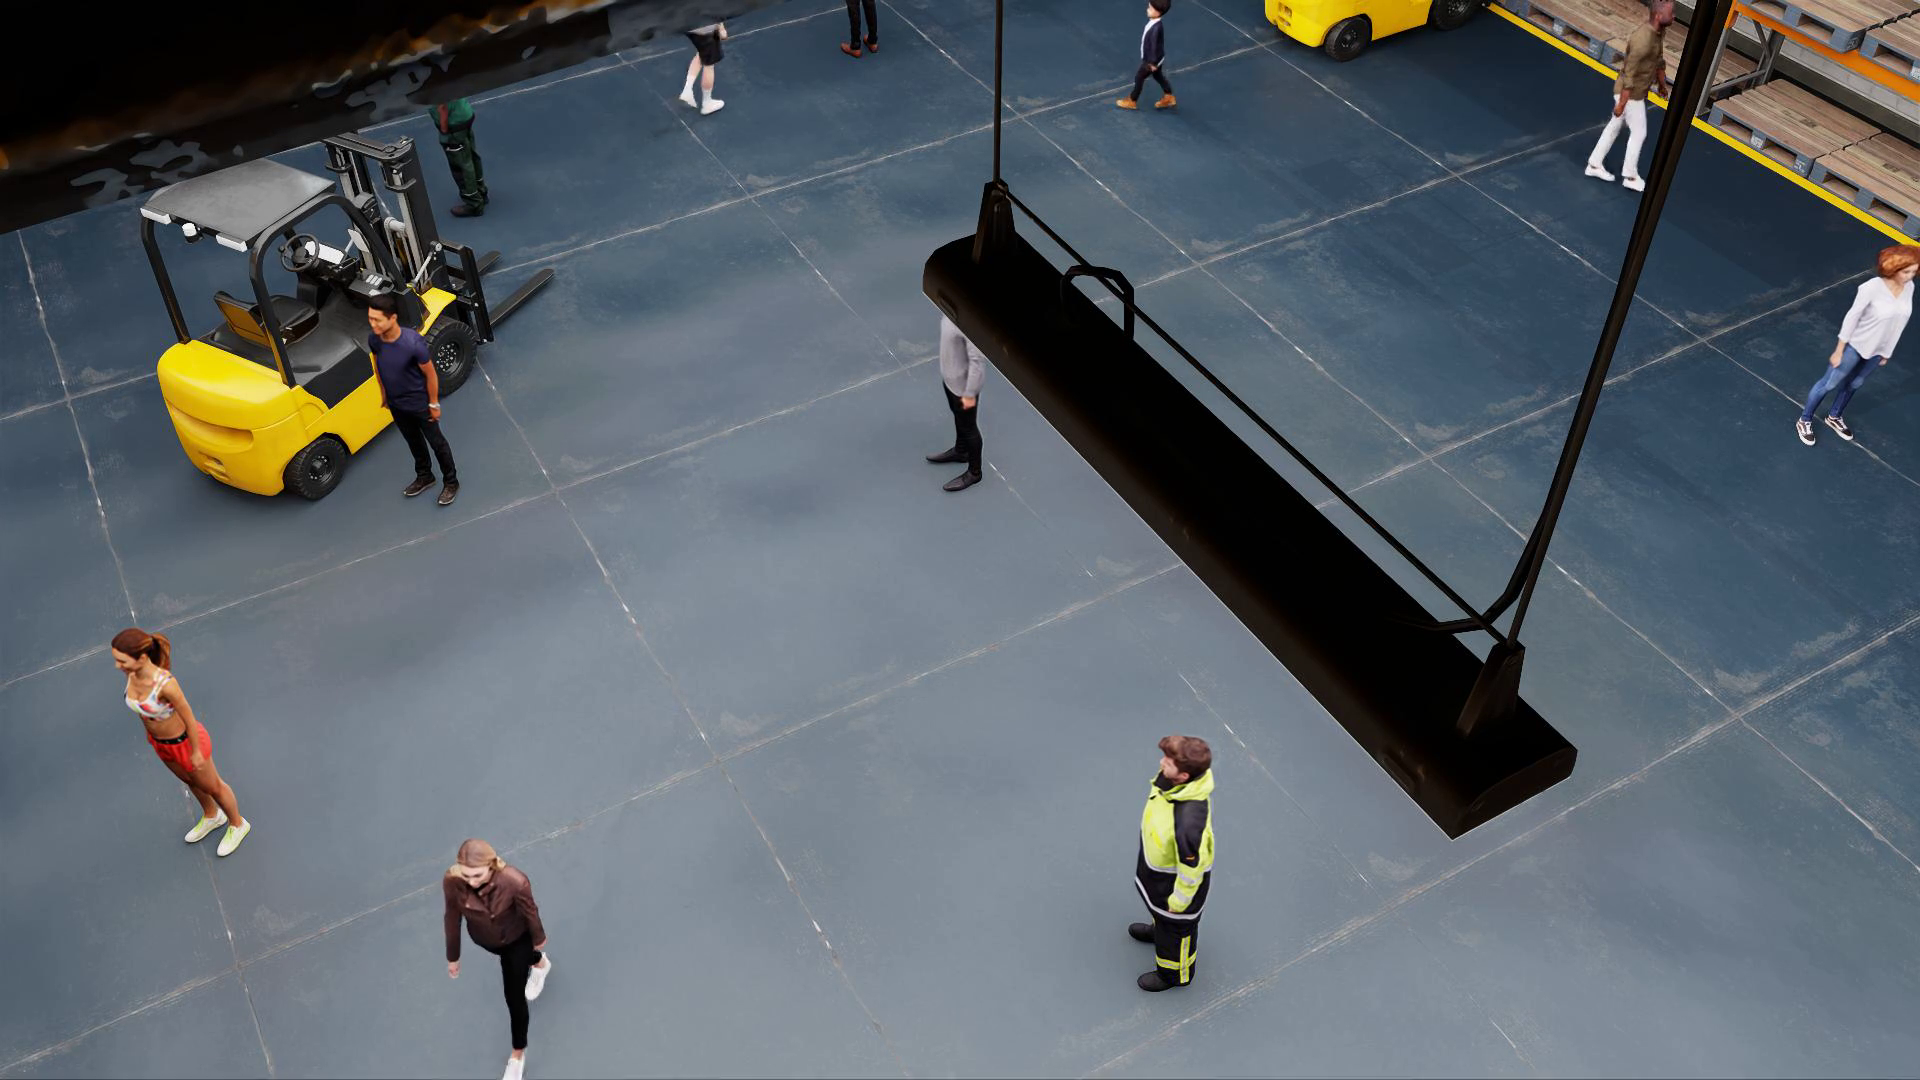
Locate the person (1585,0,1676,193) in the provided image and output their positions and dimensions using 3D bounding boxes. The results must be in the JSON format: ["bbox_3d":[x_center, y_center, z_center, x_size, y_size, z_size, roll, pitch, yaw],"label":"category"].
[{"bbox_3d":[6.035,-4.077,15.109,1.056,1.801,0.971,20,47,20],"label":"person"}]

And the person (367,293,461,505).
[{"bbox_3d":[-3.927,-1.024,11.910,0.686,1.792,0.771,14,45,14],"label":"person"}]

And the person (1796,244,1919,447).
[{"bbox_3d":[6.761,-1.488,12.457,0.716,1.710,0.708,-7,44,-7],"label":"person"}]

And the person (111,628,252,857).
[{"bbox_3d":[-4.519,1.153,9.626,0.652,1.791,0.733,20,47,20],"label":"person"}]

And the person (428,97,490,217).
[{"bbox_3d":[-4.478,-3.721,14.707,0.849,1.839,0.762,5,44,5],"label":"person"}]

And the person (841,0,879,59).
[{"bbox_3d":[-1.047,-5.845,16.906,0.721,1.882,0.570,-26,50,-25],"label":"person"}]

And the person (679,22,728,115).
[{"bbox_3d":[-2.569,-4.912,15.946,0.807,1.855,0.842,32,52,29],"label":"person"}]

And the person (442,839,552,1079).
[{"bbox_3d":[-2.402,2.033,8.802,1.048,1.654,1.165,6,44,6],"label":"person"}]

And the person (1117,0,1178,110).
[{"bbox_3d":[1.939,-4.753,16.252,0.855,1.202,0.826,7,44,7],"label":"person"}]

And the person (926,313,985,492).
[{"bbox_3d":[0.022,-1.203,12.004,0.850,1.921,0.622,-13,45,-13],"label":"person"}]

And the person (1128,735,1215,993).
[{"bbox_3d":[1.159,1.720,8.894,0.930,1.980,0.783,-2,44,-2],"label":"person"}]
